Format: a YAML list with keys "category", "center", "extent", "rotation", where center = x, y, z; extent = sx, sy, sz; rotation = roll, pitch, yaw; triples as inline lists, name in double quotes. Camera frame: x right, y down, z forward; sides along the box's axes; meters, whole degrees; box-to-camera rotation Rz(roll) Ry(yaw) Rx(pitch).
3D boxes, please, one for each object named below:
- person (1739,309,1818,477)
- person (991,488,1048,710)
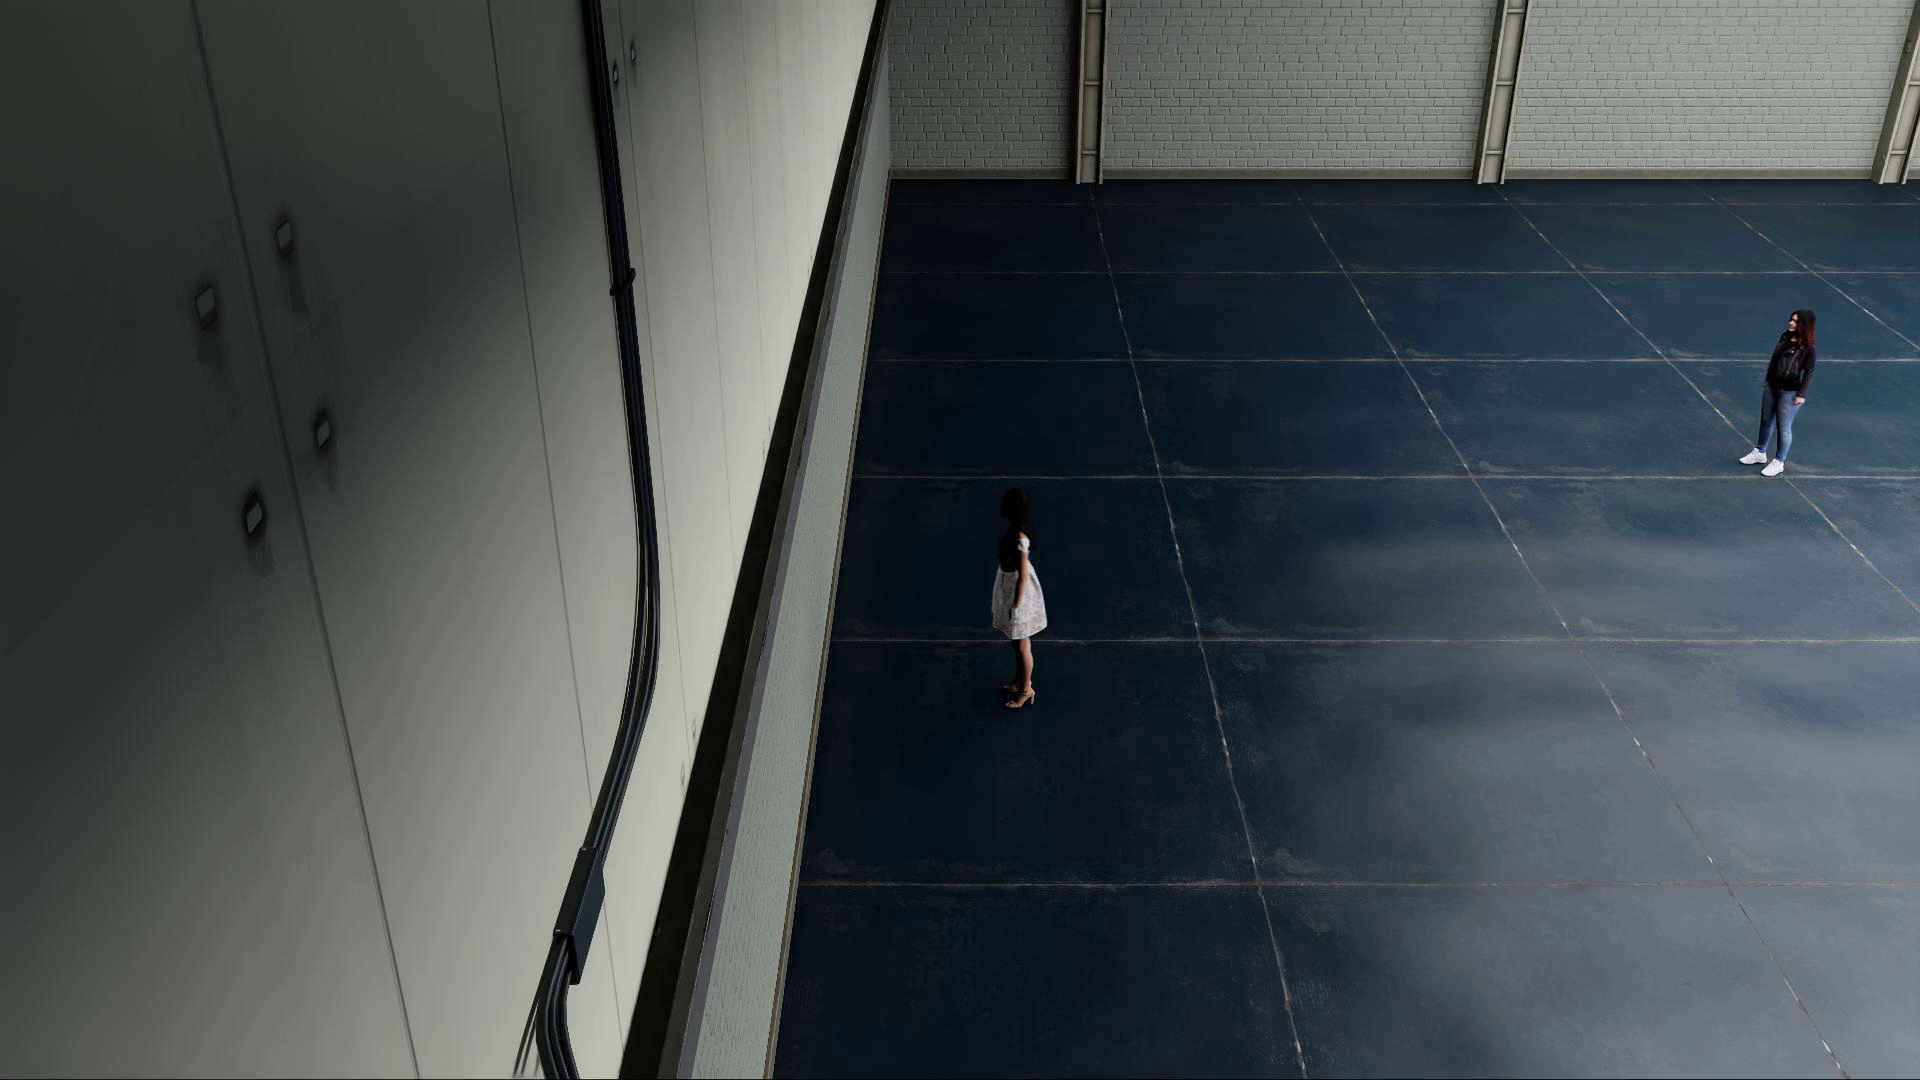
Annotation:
- category: "person"
  center: [7.820, -1.418, 15.770]
  extent: [0.646, 1.634, 0.695]
  rotation: [-7, 29, -14]
- category: "person"
  center: [0.414, 0.427, 12.158]
  extent: [0.609, 1.773, 0.629]
  rotation: [0, 28, 0]
